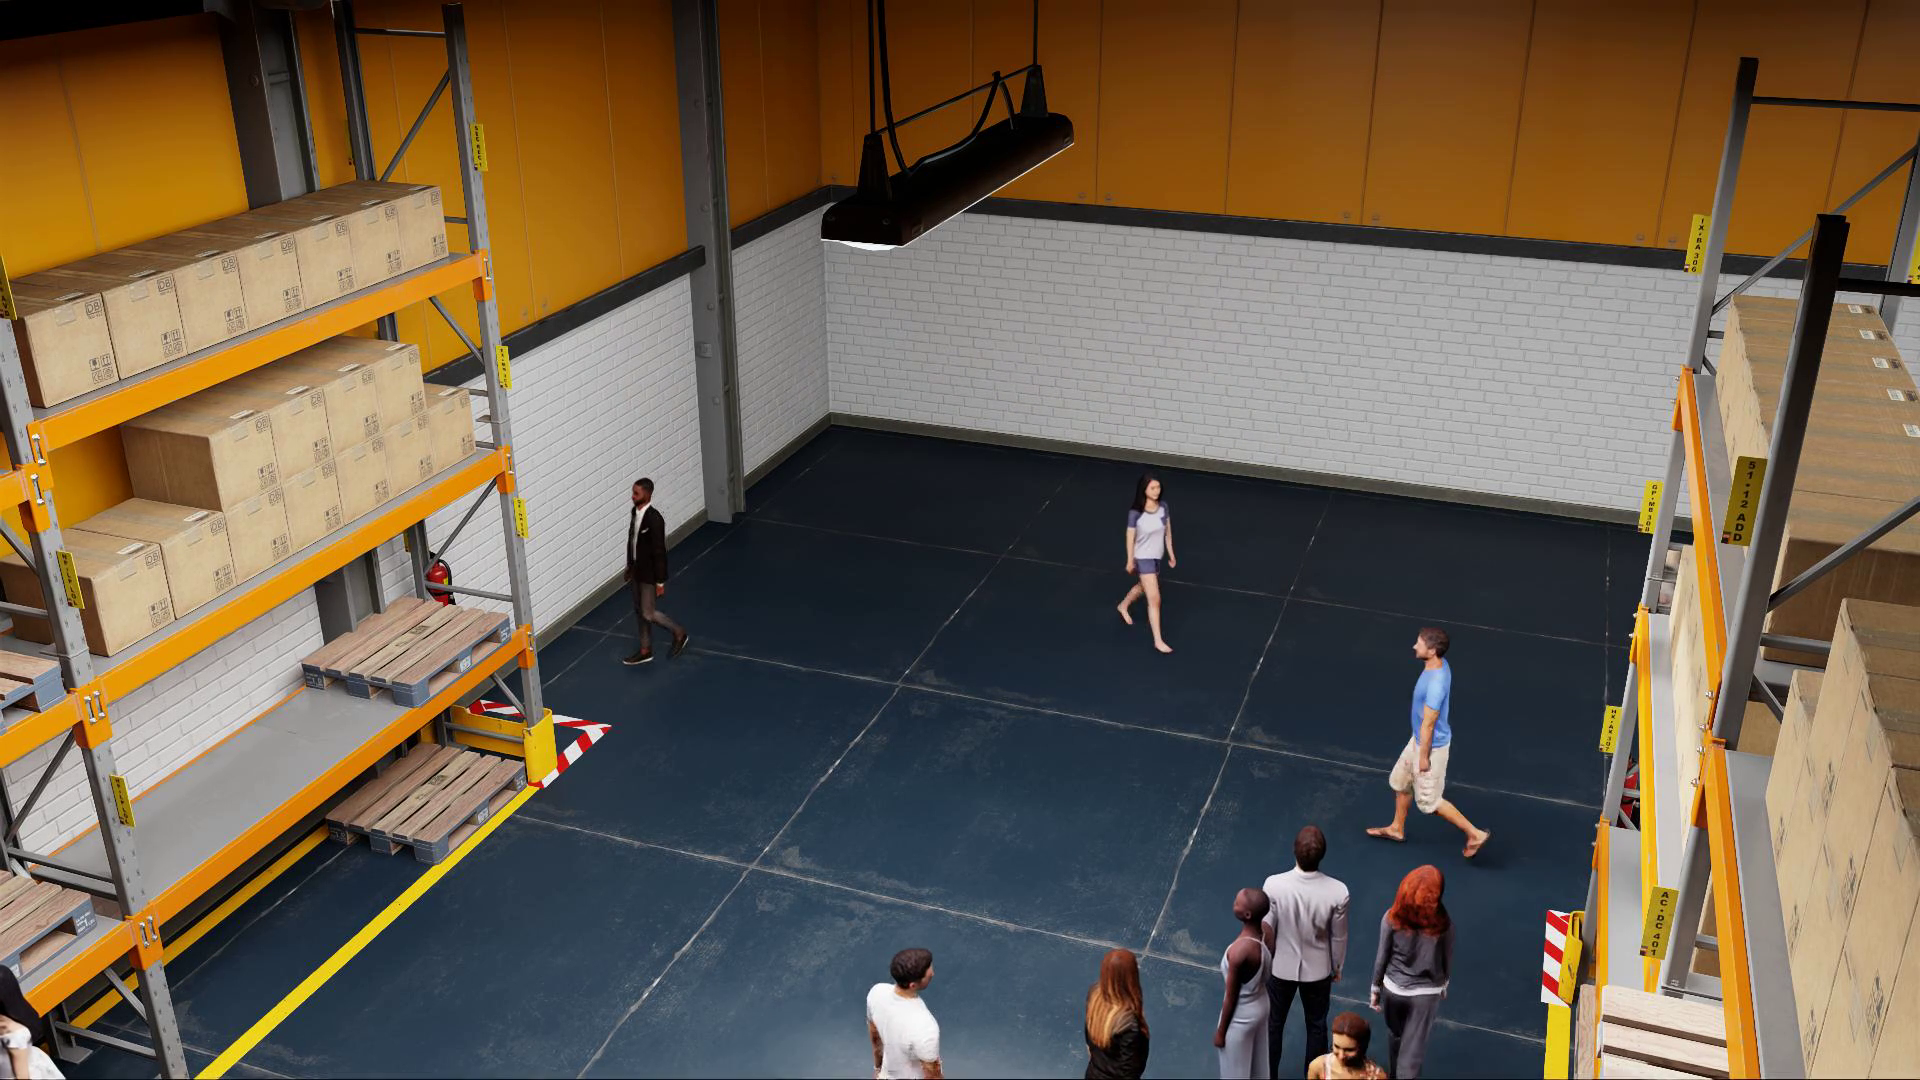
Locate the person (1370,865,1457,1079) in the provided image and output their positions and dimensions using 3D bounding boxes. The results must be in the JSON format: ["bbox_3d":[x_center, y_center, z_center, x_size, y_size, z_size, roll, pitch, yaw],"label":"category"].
[{"bbox_3d":[2.582,2.714,9.553,0.635,1.729,1.237,10,25,21],"label":"person"}]

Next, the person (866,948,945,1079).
[{"bbox_3d":[-0.337,2.961,8.851,0.955,1.839,0.880,-18,30,-36],"label":"person"}]

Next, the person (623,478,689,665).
[{"bbox_3d":[-2.772,0.279,15.045,0.995,1.792,0.919,-15,28,-31],"label":"person"}]

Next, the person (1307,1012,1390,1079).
[{"bbox_3d":[1.977,3.112,8.586,0.589,1.774,0.753,10,25,21],"label":"person"}]

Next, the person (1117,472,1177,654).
[{"bbox_3d":[1.714,0.142,15.510,1.119,1.670,1.056,-16,28,-33],"label":"person"}]

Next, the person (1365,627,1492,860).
[{"bbox_3d":[3.525,1.510,12.176,0.699,1.834,1.048,8,25,17],"label":"person"}]

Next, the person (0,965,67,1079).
[{"bbox_3d":[-4.938,2.996,8.858,0.819,1.769,0.783,-15,28,-31],"label":"person"}]

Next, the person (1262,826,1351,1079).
[{"bbox_3d":[2.013,2.508,9.868,0.722,1.853,0.651,3,24,7],"label":"person"}]

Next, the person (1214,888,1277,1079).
[{"bbox_3d":[1.621,2.735,9.439,0.685,1.782,0.537,16,28,32],"label":"person"}]

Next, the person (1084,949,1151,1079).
[{"bbox_3d":[0.809,2.950,9.034,0.730,1.712,0.671,-11,26,-23],"label":"person"}]
